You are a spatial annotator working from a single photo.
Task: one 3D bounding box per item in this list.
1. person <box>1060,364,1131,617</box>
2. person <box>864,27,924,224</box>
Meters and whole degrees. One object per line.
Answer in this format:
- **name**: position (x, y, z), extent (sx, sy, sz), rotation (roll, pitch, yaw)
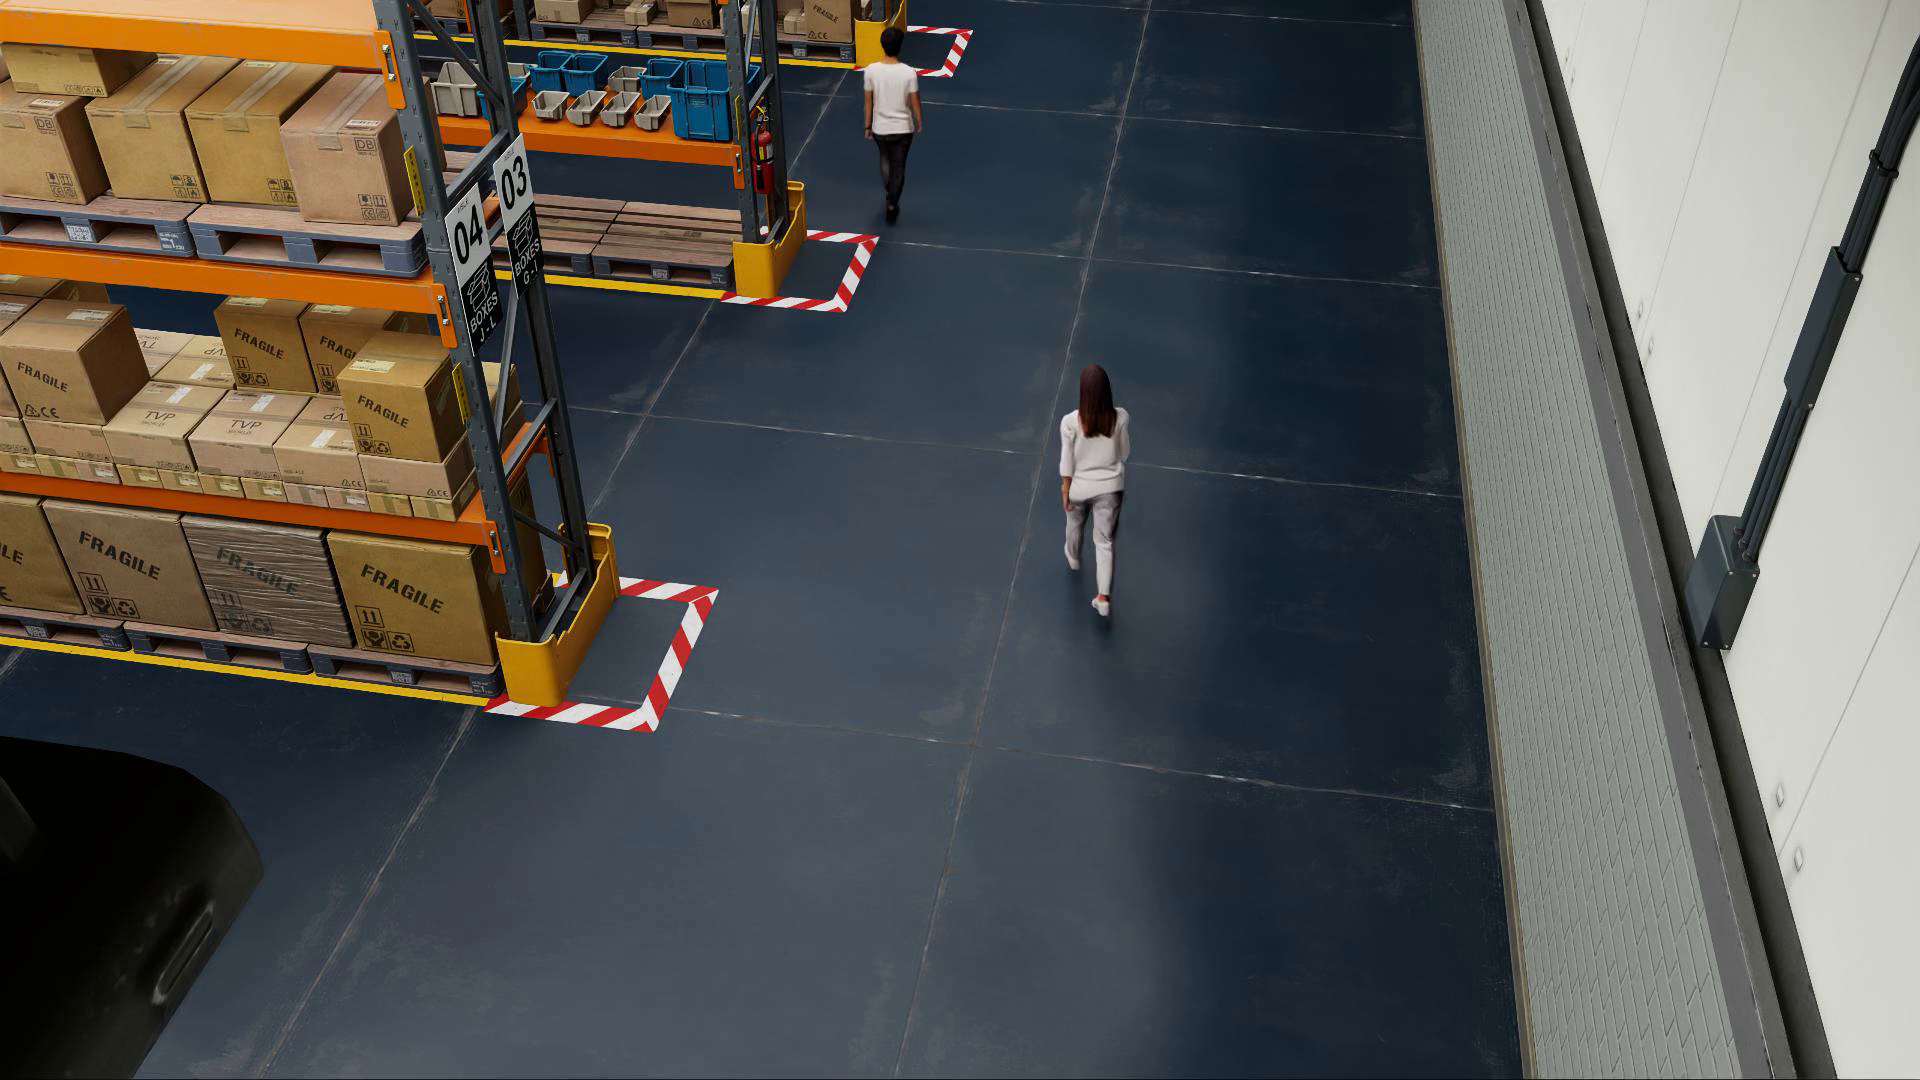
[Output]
- **person**: position (0.859, -0.286, 10.296), extent (1.061, 1.656, 0.841), rotation (-3, 38, -4)
- **person**: position (-0.605, -3.575, 14.461), extent (0.722, 1.703, 0.699), rotation (6, 38, 7)
